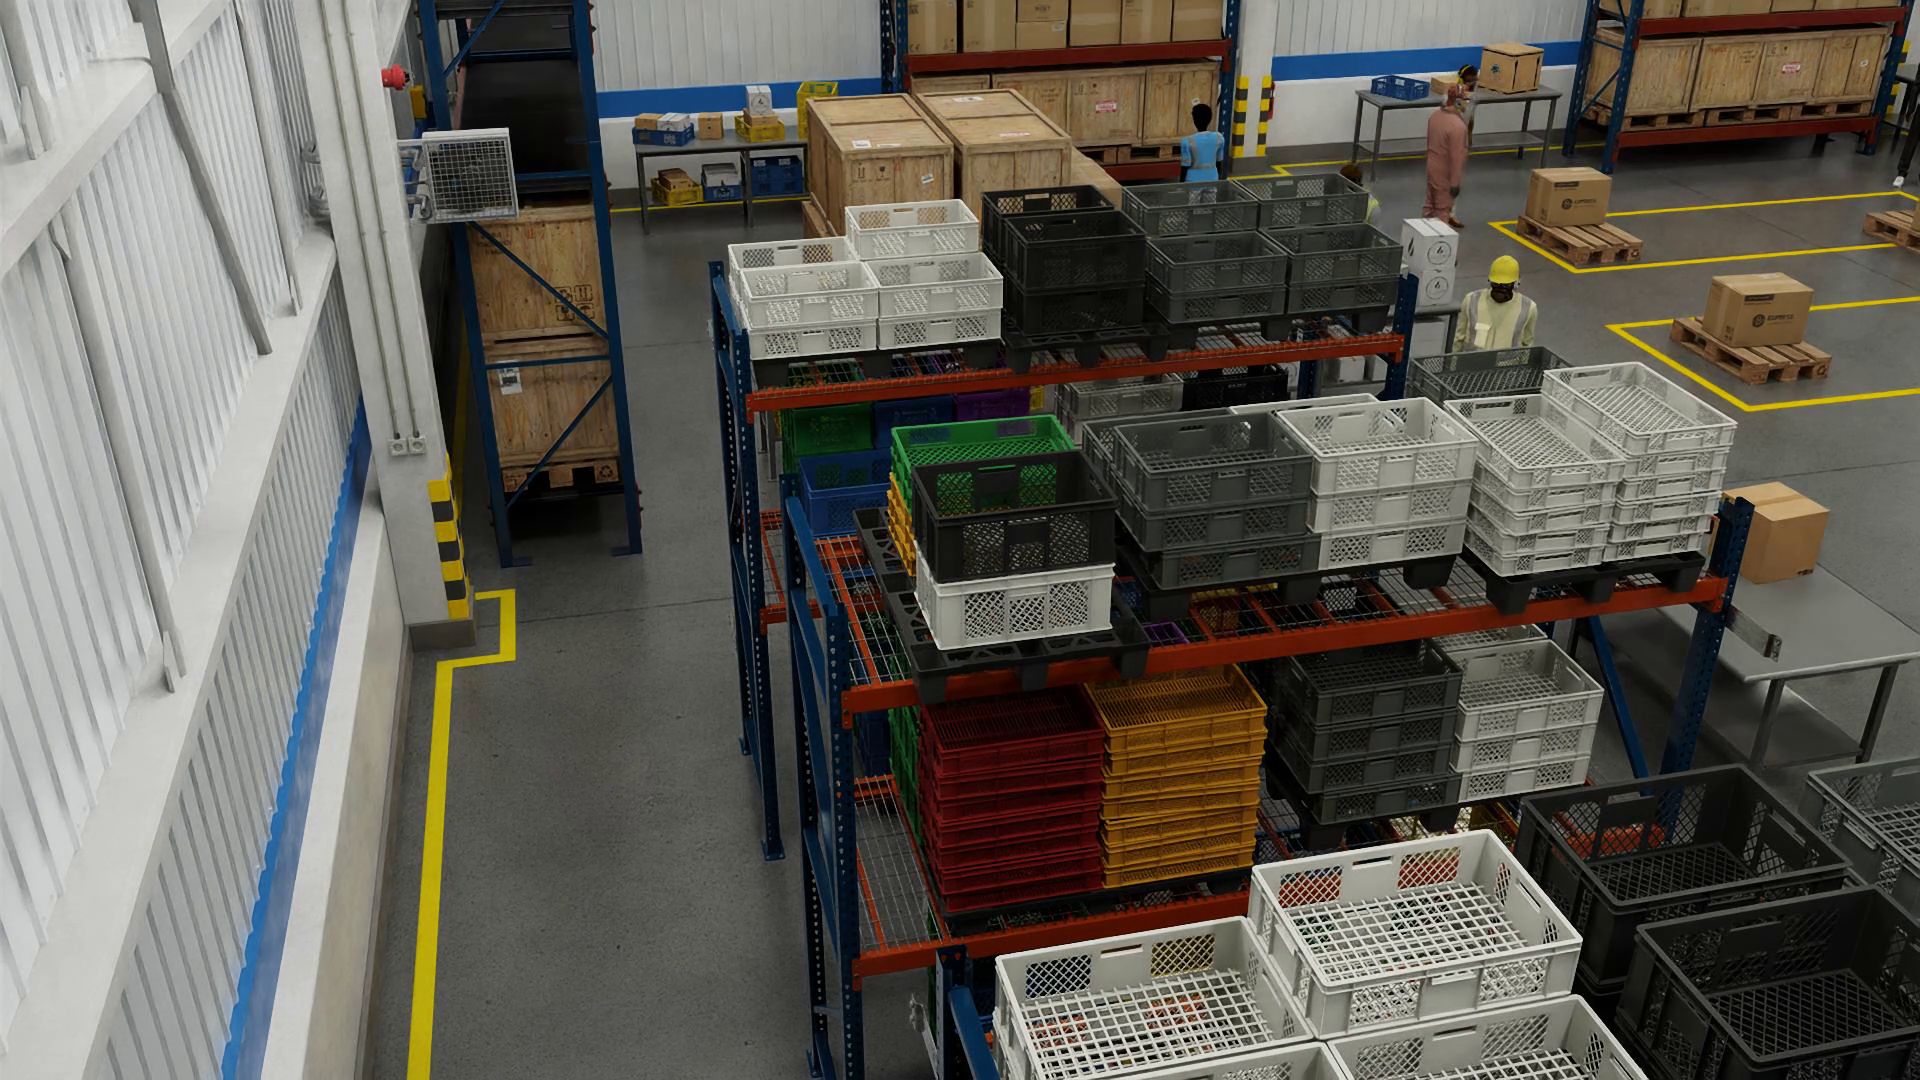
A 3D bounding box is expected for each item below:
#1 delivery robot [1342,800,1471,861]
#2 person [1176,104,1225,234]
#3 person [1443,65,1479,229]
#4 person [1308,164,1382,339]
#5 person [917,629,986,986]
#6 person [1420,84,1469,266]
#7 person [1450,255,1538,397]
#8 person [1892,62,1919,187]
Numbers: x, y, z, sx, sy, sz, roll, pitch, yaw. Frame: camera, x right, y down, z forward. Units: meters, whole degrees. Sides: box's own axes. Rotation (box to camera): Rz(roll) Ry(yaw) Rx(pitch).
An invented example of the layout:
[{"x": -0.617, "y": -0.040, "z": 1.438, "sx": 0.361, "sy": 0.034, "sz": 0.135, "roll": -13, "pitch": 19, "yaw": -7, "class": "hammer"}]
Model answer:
[{"x": 2.326, "y": 1.512, "z": 8.748, "sx": 0.707, "sy": 0.478, "sz": 0.477, "roll": 4, "pitch": 28, "yaw": 8, "class": "delivery robot"}, {"x": 2.538, "y": -3.774, "z": 17.658, "sx": 0.532, "sy": 1.697, "sz": 0.319, "roll": -12, "pitch": 30, "yaw": -22, "class": "person"}, {"x": 5.541, "y": -4.403, "z": 18.692, "sx": 0.611, "sy": 1.856, "sz": 0.395, "roll": -12, "pitch": 30, "yaw": -21, "class": "person"}, {"x": 3.463, "y": -2.562, "z": 15.256, "sx": 0.636, "sy": 1.800, "sz": 0.887, "roll": 18, "pitch": 33, "yaw": 31, "class": "person"}, {"x": -0.012, "y": 1.243, "z": 7.883, "sx": 0.367, "sy": 1.940, "sz": 0.634, "roll": 5, "pitch": 28, "yaw": 9, "class": "person"}, {"x": 5.151, "y": -3.867, "z": 17.613, "sx": 0.403, "sy": 1.906, "sz": 0.651, "roll": -5, "pitch": 28, "yaw": -9, "class": "person"}, {"x": 4.081, "y": -1.312, "z": 12.843, "sx": 0.586, "sy": 1.833, "sz": 0.403, "roll": 9, "pitch": 29, "yaw": 16, "class": "person"}, {"x": 11.832, "y": -5.240, "z": 20.203, "sx": 0.587, "sy": 1.920, "sz": 0.392, "roll": 12, "pitch": 30, "yaw": 21, "class": "person"}]
